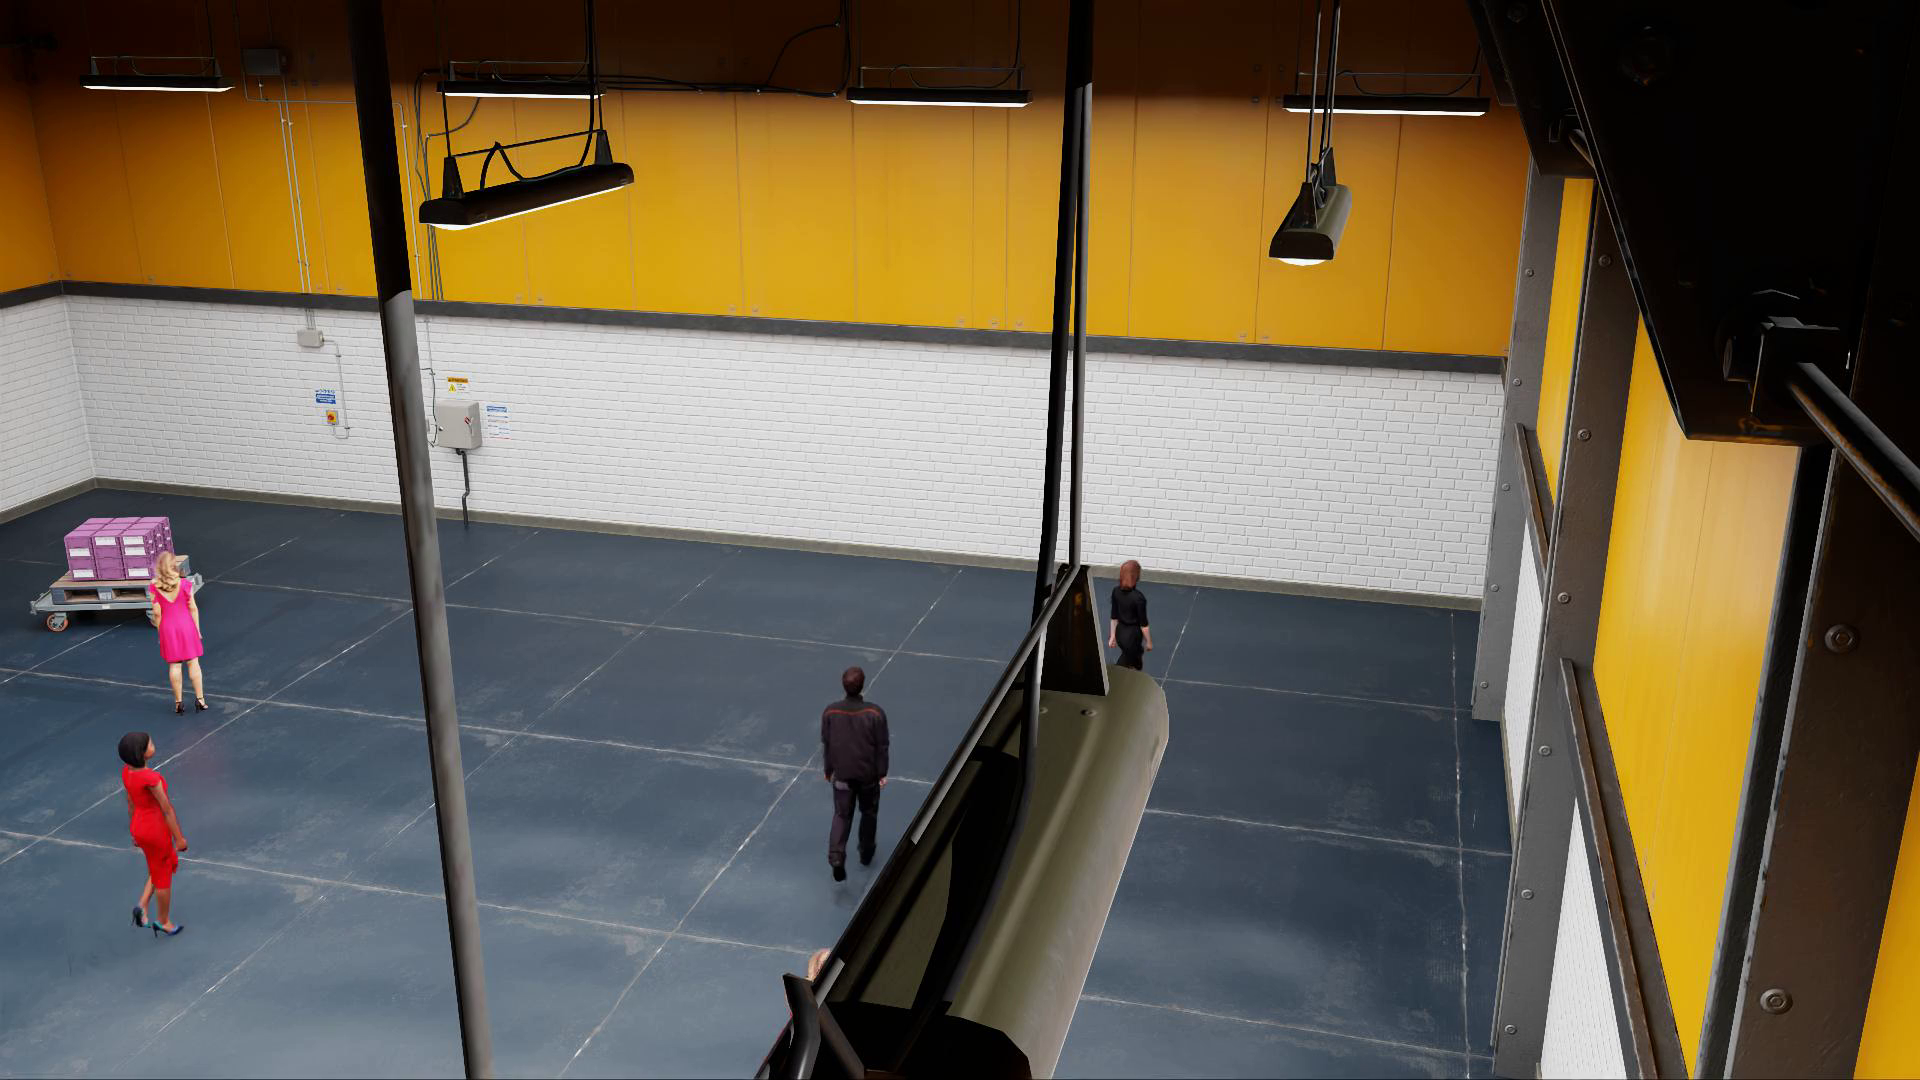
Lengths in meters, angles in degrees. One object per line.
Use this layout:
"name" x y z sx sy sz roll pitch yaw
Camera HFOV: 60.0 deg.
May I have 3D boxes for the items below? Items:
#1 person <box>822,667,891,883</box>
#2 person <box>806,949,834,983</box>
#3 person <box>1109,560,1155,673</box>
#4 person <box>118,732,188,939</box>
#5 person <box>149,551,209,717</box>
"person" -0.873 1.937 13.627 0.800 1.820 1.068 3 19 8
"person" -0.899 3.229 9.987 0.778 1.694 0.742 -14 23 -35
"person" 1.608 1.062 16.476 1.150 1.659 1.057 -12 22 -32
"person" -6.238 2.294 12.700 0.703 1.734 0.778 13 23 35
"person" -7.881 0.930 16.760 0.661 1.728 0.694 -6 20 -17
